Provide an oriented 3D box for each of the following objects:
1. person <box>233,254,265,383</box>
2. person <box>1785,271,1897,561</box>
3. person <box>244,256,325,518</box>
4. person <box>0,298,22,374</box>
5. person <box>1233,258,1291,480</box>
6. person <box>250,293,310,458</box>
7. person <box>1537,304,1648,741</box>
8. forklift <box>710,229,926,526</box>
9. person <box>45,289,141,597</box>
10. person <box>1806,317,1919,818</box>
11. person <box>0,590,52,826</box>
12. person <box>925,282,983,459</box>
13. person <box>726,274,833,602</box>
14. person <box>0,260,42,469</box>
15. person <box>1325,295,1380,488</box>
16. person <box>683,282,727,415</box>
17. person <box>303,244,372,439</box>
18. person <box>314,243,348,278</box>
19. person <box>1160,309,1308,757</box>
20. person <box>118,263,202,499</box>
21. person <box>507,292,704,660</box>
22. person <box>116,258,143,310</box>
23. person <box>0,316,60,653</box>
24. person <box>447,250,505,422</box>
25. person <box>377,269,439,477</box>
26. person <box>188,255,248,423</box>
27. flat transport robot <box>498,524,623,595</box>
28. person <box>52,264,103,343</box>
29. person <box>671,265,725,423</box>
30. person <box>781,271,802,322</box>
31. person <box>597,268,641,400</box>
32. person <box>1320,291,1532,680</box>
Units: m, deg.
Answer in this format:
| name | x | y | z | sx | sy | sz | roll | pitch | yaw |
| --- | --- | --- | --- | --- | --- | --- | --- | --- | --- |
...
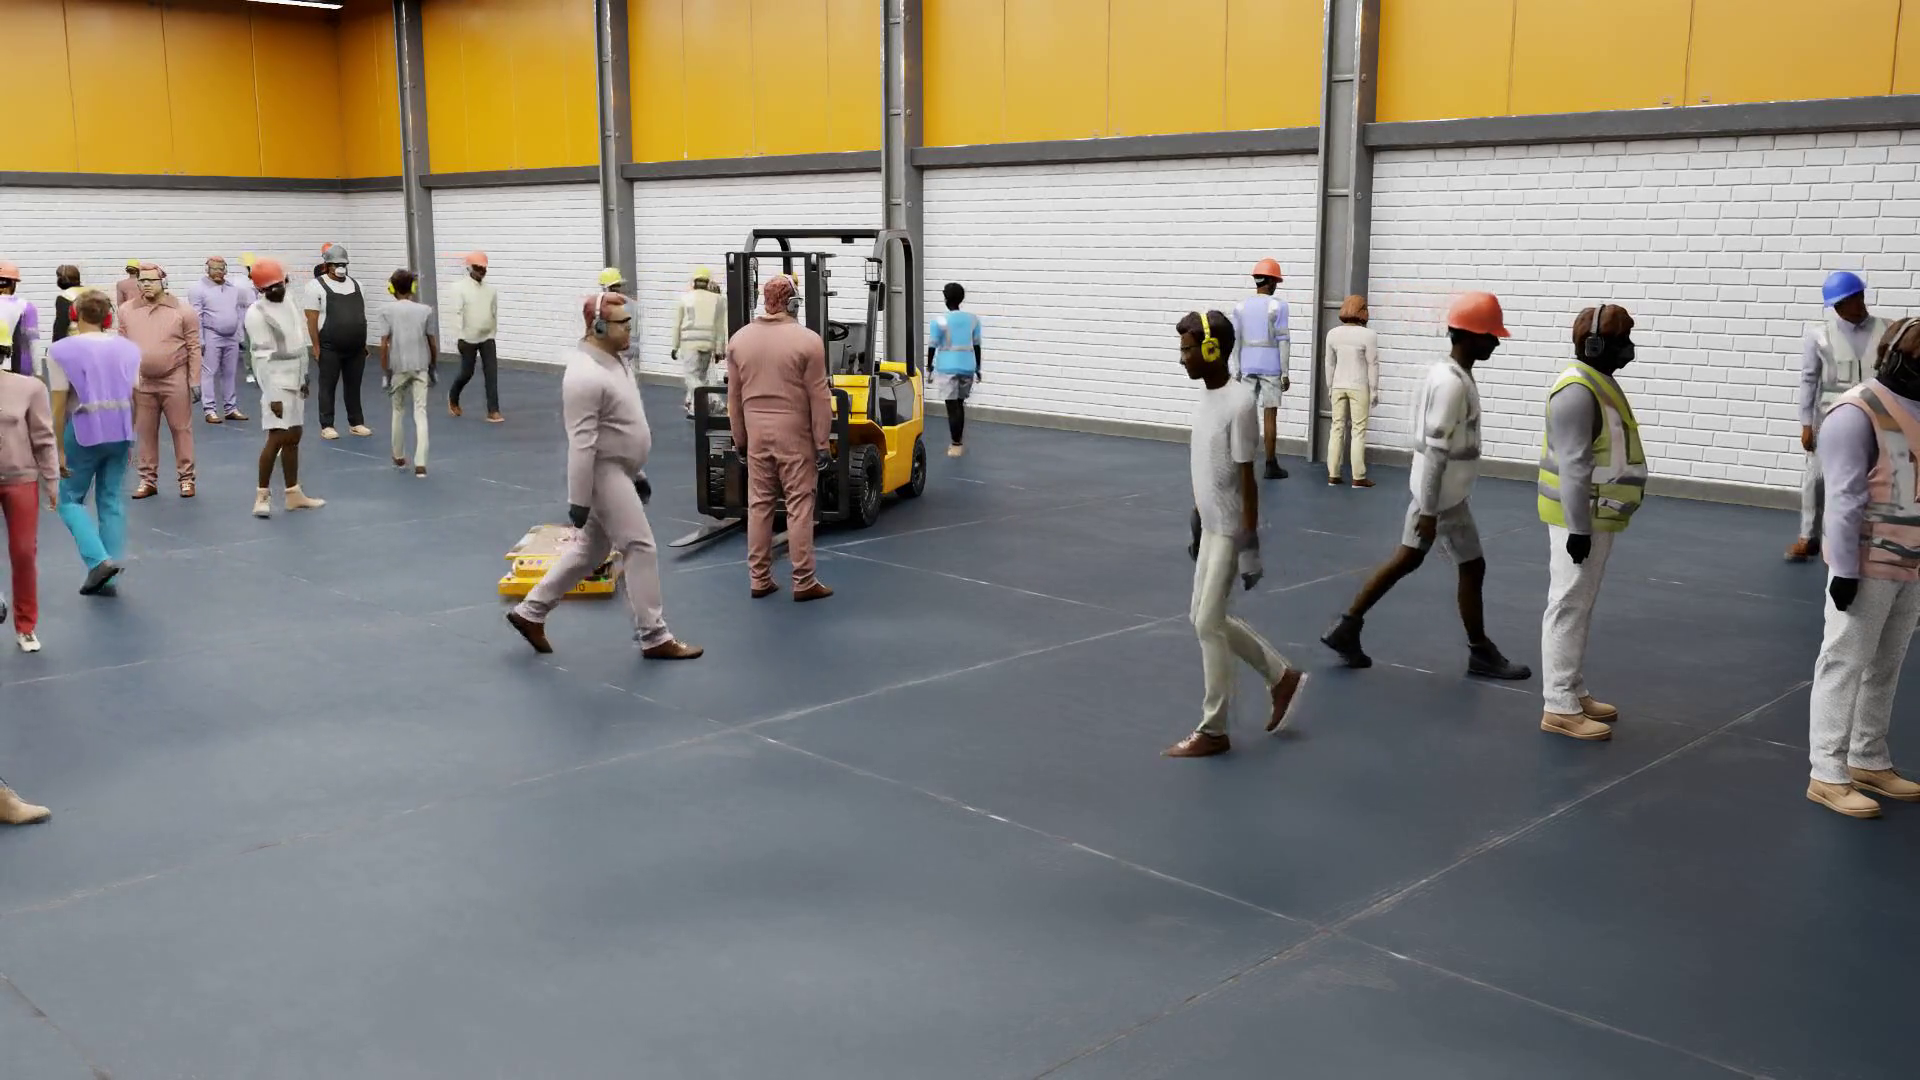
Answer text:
| name | x | y | z | sx | sy | sz | roll | pitch | yaw |
| --- | --- | --- | --- | --- | --- | --- | --- | --- | --- |
| person | -10.135 | -3.171 | 23.913 | 0.609 | 1.869 | 1.021 | -7 | 12 | -33 |
| person | 5.731 | -0.758 | 10.663 | 0.677 | 1.906 | 0.395 | 3 | 11 | 18 |
| person | -5.172 | -1.164 | 12.676 | 0.395 | 1.985 | 0.704 | 1 | 10 | 4 |
| person | -8.424 | -1.436 | 14.408 | 0.477 | 1.882 | 0.625 | 10 | 14 | 43 |
| person | 2.661 | -1.496 | 14.611 | 0.542 | 1.928 | 0.374 | 8 | 13 | 37 |
| person | -6.460 | -1.557 | 15.801 | 0.519 | 1.618 | 0.615 | -3 | 11 | -14 |
| person | 2.710 | -0.085 | 7.152 | 0.429 | 1.845 | 0.621 | 6 | 12 | 28 |
| forklift | -1.050 | -1.319 | 12.920 | 1.214 | 2.155 | 2.313 | 2 | 11 | 13 |
| person | -5.080 | -0.563 | 9.816 | 0.427 | 1.817 | 0.576 | 7 | 12 | 33 |
| person | 3.443 | 0.096 | 6.182 | 0.619 | 1.838 | 0.430 | -7 | 12 | -32 |
| person | -3.772 | 0.209 | 6.038 | 0.843 | 1.664 | 0.537 | 1 | 10 | 7 |
| person | -0.095 | -1.638 | 16.040 | 0.558 | 1.671 | 0.657 | -5 | 12 | -26 |
| person | -1.030 | -0.595 | 9.754 | 0.652 | 1.906 | 0.402 | 4 | 11 | 23 |
| person | -8.540 | -1.554 | 14.968 | 0.536 | 1.913 | 0.434 | -3 | 11 | -18 |
| person | 3.325 | -1.258 | 14.110 | 0.499 | 1.634 | 0.288 | 10 | 14 | 43 |
| person | -3.039 | -2.283 | 19.841 | 0.840 | 1.582 | 0.517 | 6 | 12 | 30 |
| person | -6.516 | -2.095 | 17.569 | 0.535 | 2.000 | 0.684 | 9 | 13 | 39 |
| person | -10.949 | -4.170 | 29.005 | 0.611 | 1.996 | 0.379 | -9 | 14 | -41 |
| person | 1.159 | -0.026 | 6.887 | 0.650 | 1.848 | 0.634 | -2 | 11 | -11 |
| person | -6.510 | -1.287 | 13.524 | 0.637 | 1.911 | 0.403 | -2 | 11 | -9 |
| person | -1.828 | -0.311 | 8.335 | 0.950 | 1.867 | 0.632 | -1 | 10 | -4 |
| person | -12.913 | -3.520 | 26.088 | 0.526 | 1.768 | 0.330 | -3 | 11 | -16 |
| person | -4.874 | -0.279 | 8.451 | 0.544 | 1.750 | 0.367 | -7 | 12 | -33 |
| person | -5.597 | -2.344 | 19.129 | 0.834 | 1.973 | 0.619 | 10 | 14 | 43 |
| person | -4.943 | -1.503 | 14.937 | 0.530 | 1.818 | 0.956 | -4 | 11 | -23 |
| person | -8.459 | -2.293 | 19.035 | 0.399 | 1.902 | 0.643 | 6 | 12 | 28 |
| flat transport robot | -2.432 | 0.101 | 10.422 | 0.652 | 0.197 | 1.431 | -1 | 10 | -5 |
| person | -9.755 | -2.095 | 18.204 | 0.897 | 1.801 | 0.652 | 0 | 10 | 1 |
| person | -2.912 | -2.188 | 18.746 | 0.604 | 1.799 | 0.753 | -7 | 12 | -33 |
| person | -1.941 | -2.193 | 18.916 | 0.307 | 1.743 | 0.494 | -1 | 10 | -6 |
| person | -3.655 | -1.939 | 17.395 | 0.928 | 1.785 | 0.621 | 8 | 13 | 37 |
| person | 2.248 | -0.257 | 8.003 | 0.975 | 1.885 | 0.627 | 3 | 11 | 16 |
